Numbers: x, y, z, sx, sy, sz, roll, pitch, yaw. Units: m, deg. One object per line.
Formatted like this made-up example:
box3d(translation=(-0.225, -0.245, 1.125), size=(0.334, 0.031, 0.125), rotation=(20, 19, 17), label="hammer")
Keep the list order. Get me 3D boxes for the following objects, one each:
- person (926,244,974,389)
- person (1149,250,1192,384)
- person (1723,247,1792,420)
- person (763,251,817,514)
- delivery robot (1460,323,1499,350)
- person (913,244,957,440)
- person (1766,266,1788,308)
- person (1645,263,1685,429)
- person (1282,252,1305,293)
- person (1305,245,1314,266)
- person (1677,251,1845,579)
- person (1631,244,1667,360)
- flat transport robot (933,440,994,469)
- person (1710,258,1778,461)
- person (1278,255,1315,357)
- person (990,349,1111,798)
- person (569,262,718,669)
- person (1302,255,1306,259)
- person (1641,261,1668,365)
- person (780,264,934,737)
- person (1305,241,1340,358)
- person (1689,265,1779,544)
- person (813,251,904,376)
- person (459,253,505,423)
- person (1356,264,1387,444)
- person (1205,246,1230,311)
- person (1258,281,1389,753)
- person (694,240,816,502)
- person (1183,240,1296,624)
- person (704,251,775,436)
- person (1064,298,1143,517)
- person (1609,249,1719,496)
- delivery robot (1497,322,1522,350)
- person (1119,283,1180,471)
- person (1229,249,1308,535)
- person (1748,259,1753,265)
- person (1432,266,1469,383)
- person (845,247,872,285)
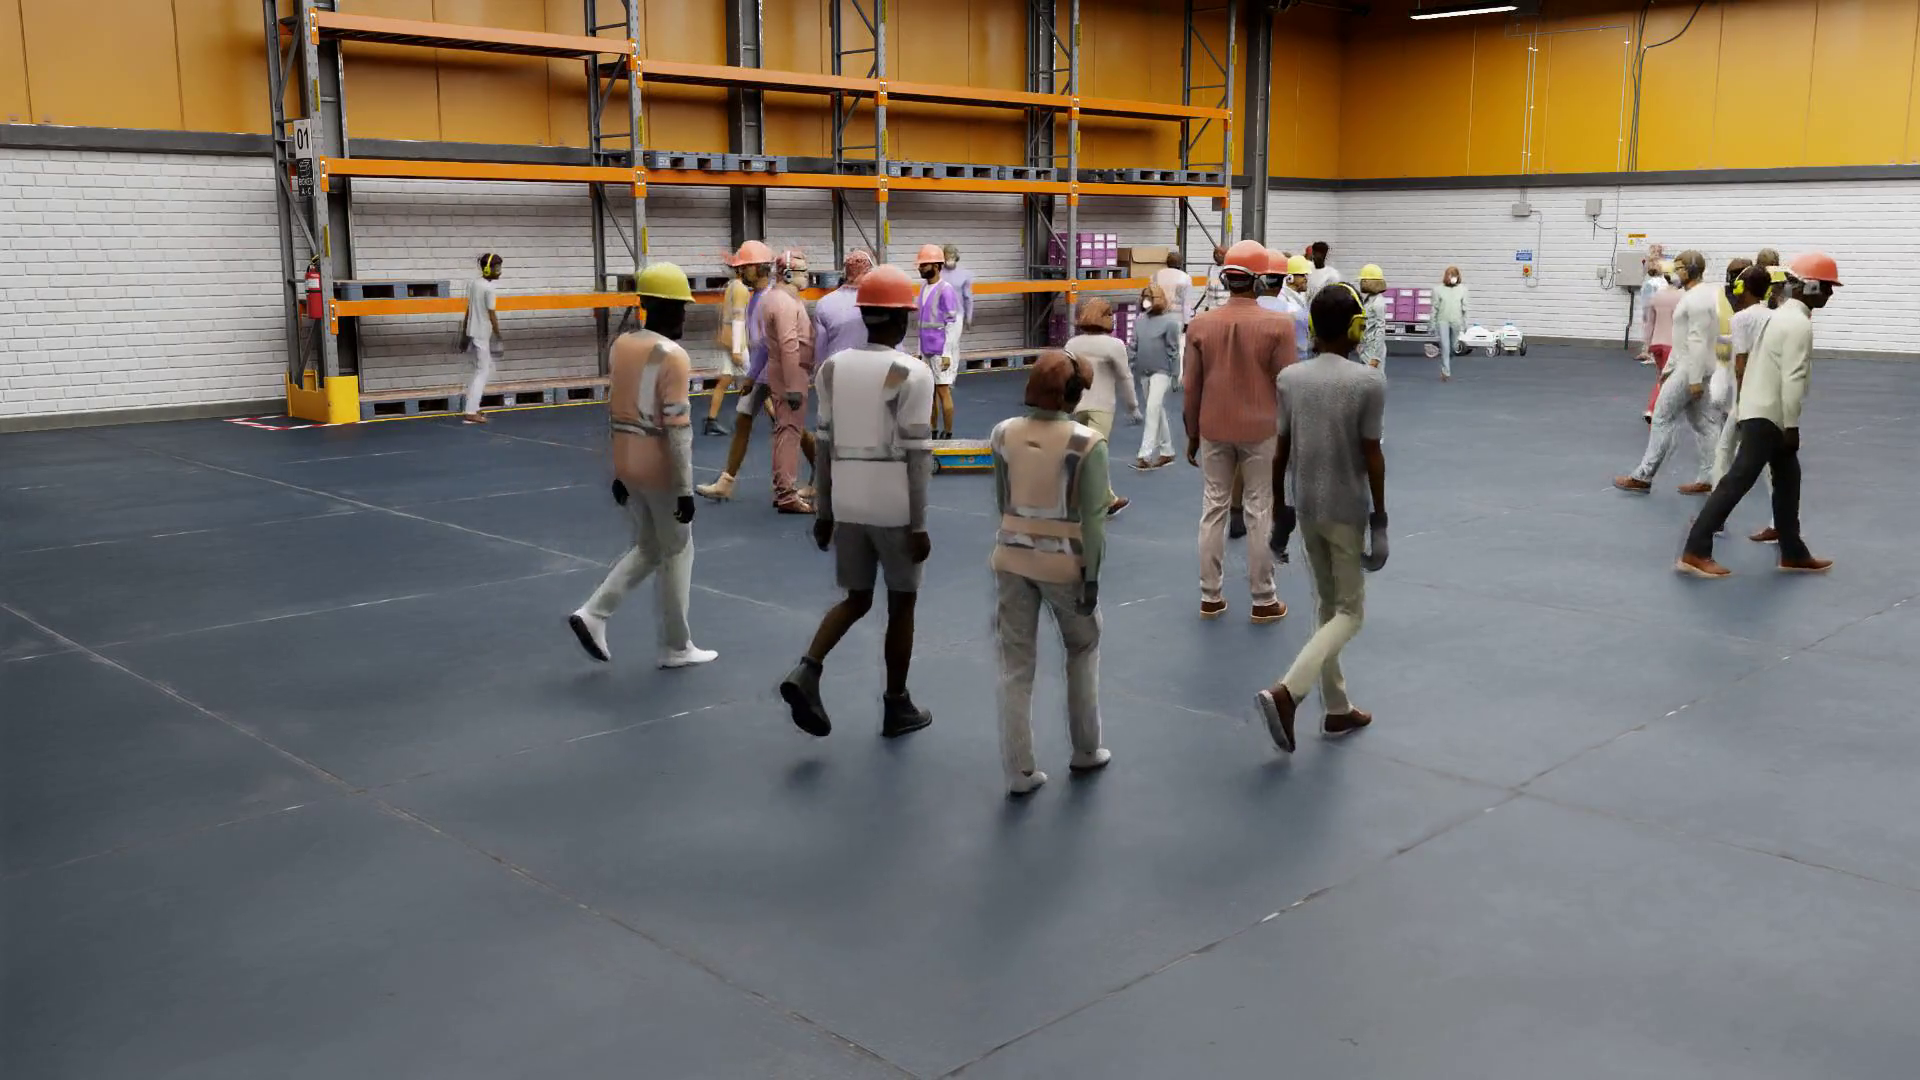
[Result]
box3d(translation=(-0.139, -2.984, 22.173), size=(0.658, 1.912, 0.673), rotation=(1, 10, 4), label="person")
box3d(translation=(2.810, -2.979, 22.397), size=(0.630, 1.825, 0.746), rotation=(6, 12, 29), label="person")
box3d(translation=(8.035, -1.989, 16.766), size=(0.881, 1.918, 0.631), rotation=(-5, 12, -27), label="person")
box3d(translation=(-1.223, -1.149, 12.177), size=(0.408, 1.906, 0.653), rotation=(-2, 11, -11), label="person")
box3d(translation=(8.642, -3.393, 27.844), size=(0.707, 0.478, 0.477), rotation=(6, 12, 31), label="delivery robot")
box3d(translation=(-0.252, -1.786, 15.561), size=(0.377, 1.938, 0.547), rotation=(-6, 12, -31), label="person")
box3d(translation=(7.561, -1.674, 15.514), size=(0.651, 1.735, 0.570), rotation=(-4, 11, -21), label="person")
box3d(translation=(7.398, -2.015, 17.335), size=(0.416, 1.755, 0.542), rotation=(-4, 11, -20), label="person")
box3d(translation=(4.053, -2.702, 20.929), size=(0.593, 1.801, 0.939), rotation=(1, 10, 7), label="person")
box3d(translation=(6.026, -4.224, 29.087), size=(0.602, 1.868, 0.831), rotation=(8, 13, 37), label="person")
box3d(translation=(4.765, -0.733, 9.857), size=(0.920, 1.934, 0.652), rotation=(3, 11, 15), label="person")
box3d(translation=(11.267, -3.823, 26.826), size=(0.637, 1.886, 0.671), rotation=(4, 11, 22), label="person")
box3d(translation=(0.045, -0.736, 14.387), size=(1.431, 0.197, 0.652), rotation=(-1, 10, -5), label="flat transport robot")
box3d(translation=(6.834, -1.563, 14.664), size=(0.643, 1.830, 0.437), rotation=(5, 11, 24), label="person")
box3d(translation=(3.170, -1.784, 15.839), size=(0.404, 1.830, 0.602), rotation=(6, 12, 31), label="person")
box3d(translation=(0.358, 0.105, 6.129), size=(0.507, 1.608, 0.694), rotation=(6, 12, 28), label="person")
box3d(translation=(-1.460, -0.321, 7.670), size=(0.592, 1.904, 0.612), rotation=(-9, 14, -40), label="person")
box3d(translation=(6.151, -4.219, 29.543), size=(0.430, 1.671, 0.570), rotation=(-4, 11, -23), label="person")
box3d(translation=(10.904, -3.533, 25.940), size=(0.541, 1.616, 0.482), rotation=(-5, 12, -26), label="person")
box3d(translation=(-0.394, -0.124, 6.577), size=(0.547, 1.915, 0.691), rotation=(8, 13, 36), label="person")
box3d(translation=(4.961, -3.136, 22.893), size=(0.645, 1.950, 0.632), rotation=(-7, 13, -35), label="person")
box3d(translation=(5.253, -0.904, 11.069), size=(0.542, 1.819, 0.869), rotation=(-4, 11, -22), label="person")
box3d(translation=(-0.723, -1.133, 12.085), size=(0.651, 1.907, 0.409), rotation=(2, 11, 8), label="person")
box3d(translation=(-5.164, -2.168, 17.934), size=(0.533, 1.829, 0.536), rotation=(-7, 12, -33), label="person")
box3d(translation=(3.982, -1.803, 16.184), size=(0.312, 1.744, 0.487), rotation=(0, 10, -1), label="person")
box3d(translation=(4.321, -3.903, 27.339), size=(0.577, 1.862, 0.752), rotation=(8, 13, 37), label="person")
box3d(translation=(1.429, -0.086, 6.531), size=(0.720, 1.846, 0.524), rotation=(-9, 14, -40), label="person")
box3d(translation=(-1.468, -1.264, 12.621), size=(1.083, 1.985, 0.614), rotation=(-6, 12, -30), label="person")
box3d(translation=(1.472, -0.560, 8.721), size=(0.610, 1.996, 0.386), rotation=(6, 12, 28), label="person")
box3d(translation=(-2.139, -1.981, 16.776), size=(1.019, 1.877, 0.563), rotation=(-3, 11, -18), label="person")
box3d(translation=(0.971, -0.889, 11.632), size=(0.514, 1.588, 0.875), rotation=(10, 14, 42), label="person")
box3d(translation=(5.540, -1.291, 12.938), size=(0.909, 1.899, 0.651), rotation=(5, 12, 26), label="person")
box3d(translation=(9.299, -3.449, 28.153), size=(0.477, 0.478, 0.707), rotation=(2, 11, 11), label="delivery robot")
box3d(translation=(1.613, -1.399, 14.343), size=(0.809, 1.601, 0.498), rotation=(-8, 13, -38), label="person")
box3d(translation=(2.024, -0.970, 11.127), size=(0.578, 1.927, 0.411), rotation=(2, 11, 13), label="person")
box3d(translation=(11.255, -3.177, 23.841), size=(0.693, 1.668, 0.553), rotation=(10, 14, 43), label="person")
box3d(translation=(6.781, -3.001, 23.099), size=(0.495, 1.615, 0.629), rotation=(0, 10, 1), label="person")
box3d(translation=(-1.230, -2.424, 19.180), size=(0.735, 1.882, 0.682), rotation=(6, 12, 28), label="person")
